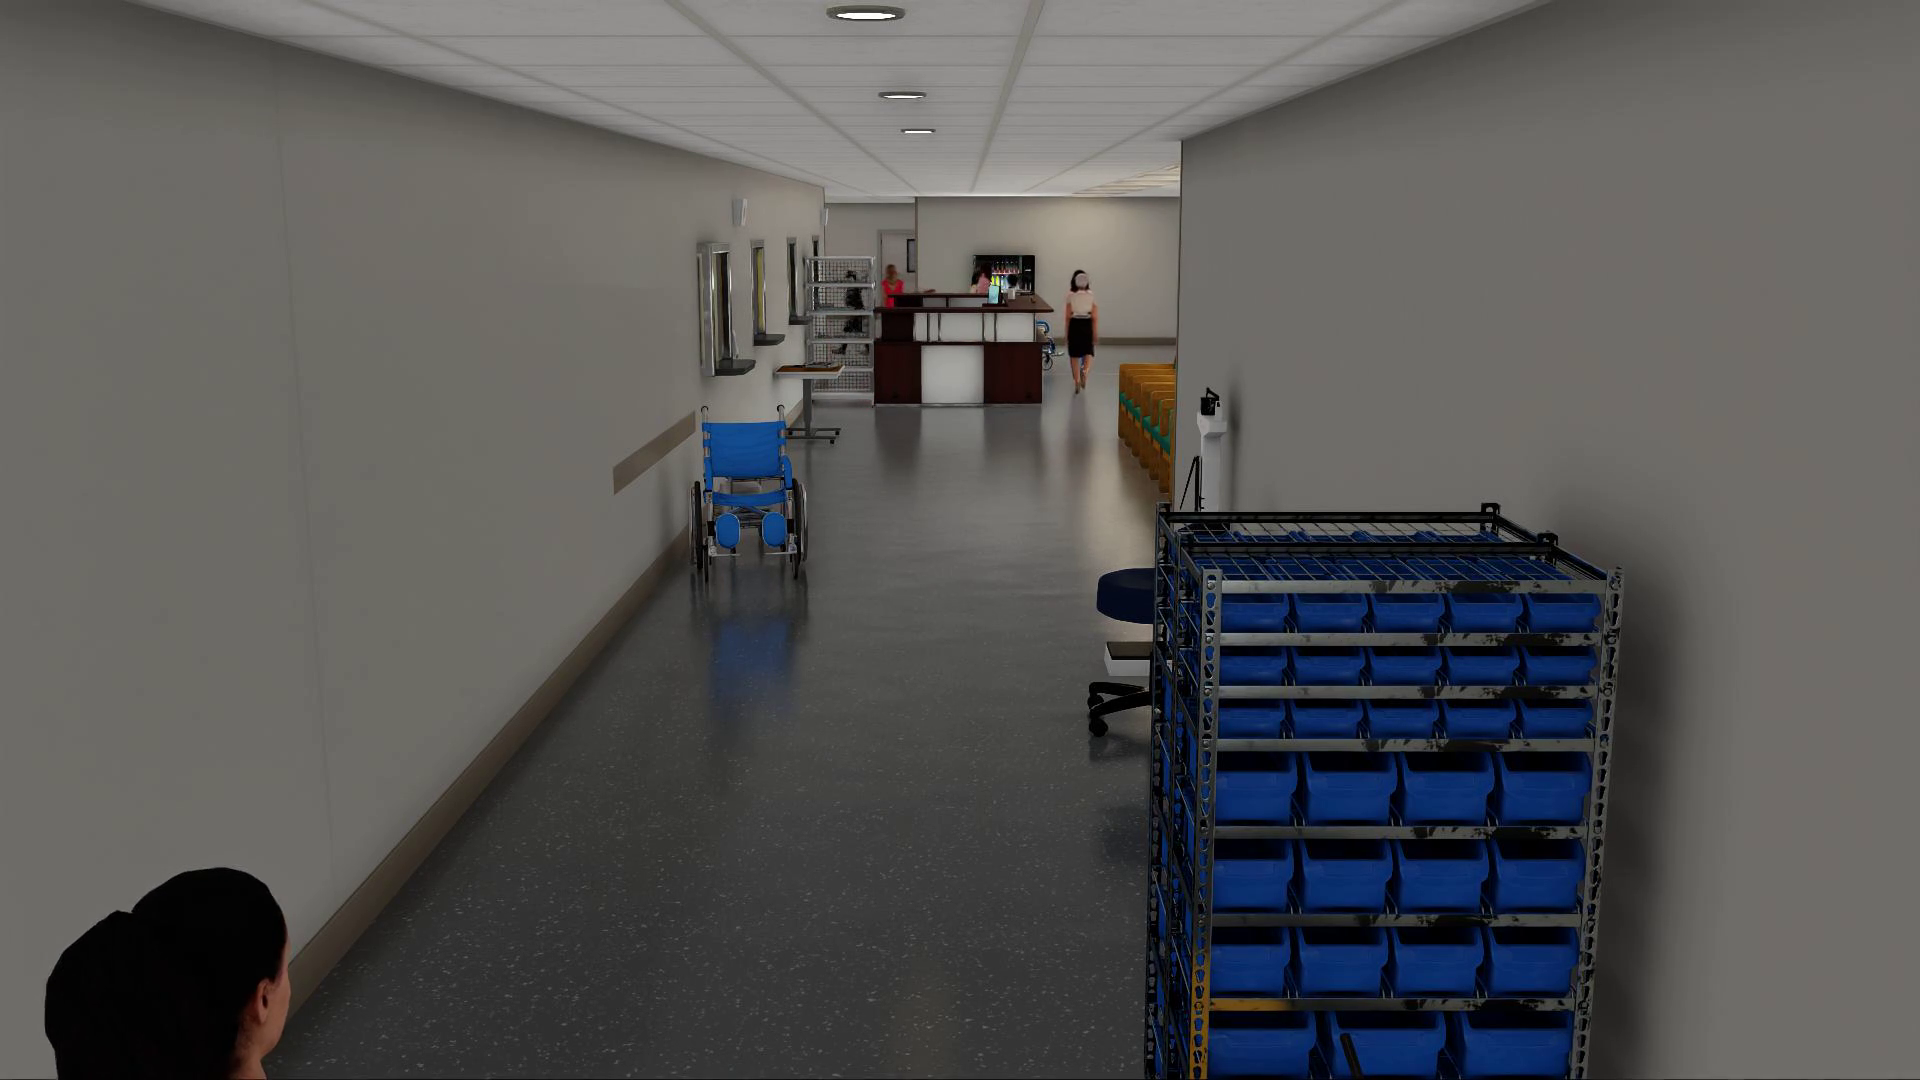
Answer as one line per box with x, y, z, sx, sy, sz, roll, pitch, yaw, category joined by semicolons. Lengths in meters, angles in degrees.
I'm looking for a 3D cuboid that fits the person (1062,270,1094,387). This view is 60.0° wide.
1.793;-3.194;25.178;0.865;1.755;0.729;0;11;2;person

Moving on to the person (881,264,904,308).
-1.229;-4.244;30.908;1.053;1.680;0.799;-2;11;-9;person

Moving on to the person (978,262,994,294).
0.360;-3.983;29.230;0.757;1.793;0.676;-2;11;-12;person

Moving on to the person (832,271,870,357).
-1.895;-4.169;30.800;1.079;1.575;0.818;-2;11;-9;person

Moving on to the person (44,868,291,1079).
-0.786;1.217;1.889;0.523;1.771;0.664;-1;11;-7;person

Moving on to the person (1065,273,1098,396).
1.724;-2.918;23.758;0.826;1.741;0.714;1;11;4;person
